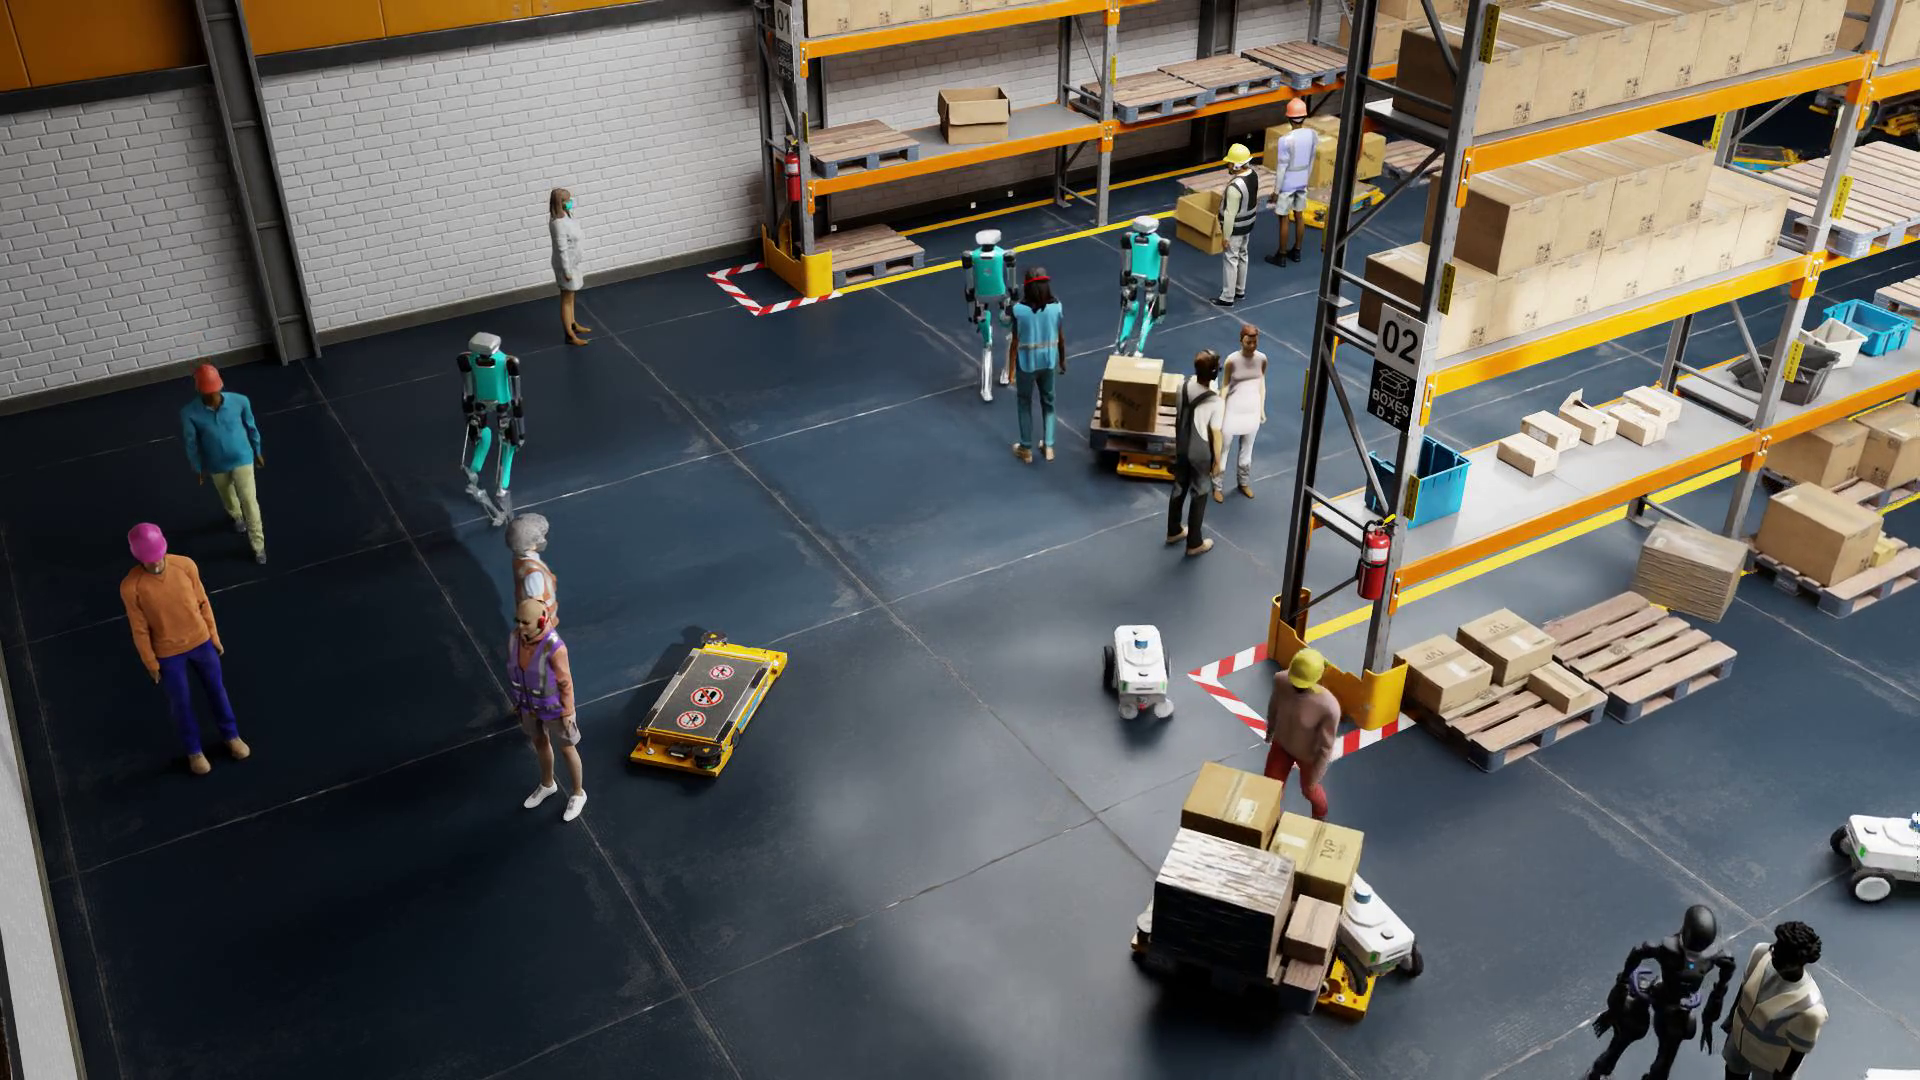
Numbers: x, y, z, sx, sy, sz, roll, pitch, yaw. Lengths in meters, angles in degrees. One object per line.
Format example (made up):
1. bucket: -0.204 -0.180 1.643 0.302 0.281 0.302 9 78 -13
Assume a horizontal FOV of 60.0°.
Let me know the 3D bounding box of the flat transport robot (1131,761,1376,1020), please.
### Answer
1. flat transport robot: 1.834 2.443 10.188 1.431 0.231 0.659 13 34 20

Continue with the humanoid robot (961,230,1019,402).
1. humanoid robot: 0.330 -2.277 16.353 0.581 1.782 0.889 4 32 7

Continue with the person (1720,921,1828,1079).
1. person: 4.139 2.610 8.579 0.320 1.693 0.532 -6 33 -10

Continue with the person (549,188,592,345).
1. person: -4.071 -2.864 17.339 0.343 1.659 0.488 -1 32 -1

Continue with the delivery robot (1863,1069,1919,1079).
1. delivery robot: 5.252 3.080 8.920 0.797 0.613 0.499 2 32 3

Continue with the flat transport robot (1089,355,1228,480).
1. flat transport robot: 1.891 -0.992 15.666 0.659 0.231 1.431 6 33 10

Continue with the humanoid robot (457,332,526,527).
1. humanoid robot: -3.961 -0.776 14.031 0.550 1.894 0.741 3 32 5

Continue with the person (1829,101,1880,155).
1. person: 10.685 -4.676 20.057 0.567 1.843 0.374 -13 34 -19

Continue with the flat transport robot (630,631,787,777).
1. flat transport robot: -1.822 1.184 12.196 0.659 0.231 1.431 8 33 13

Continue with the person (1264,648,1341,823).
1. person: 2.184 1.321 10.616 0.550 1.718 0.807 26 40 35

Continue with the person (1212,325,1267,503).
1. person: 2.455 -1.109 14.540 0.437 1.660 0.286 -8 33 -12

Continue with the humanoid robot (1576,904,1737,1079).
1. humanoid robot: 3.697 2.481 8.812 0.612 1.646 0.467 4 32 6

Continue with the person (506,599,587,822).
1. person: -2.737 1.101 10.986 0.484 1.694 0.346 15 35 22

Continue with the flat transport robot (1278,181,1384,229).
1. flat transport robot: 4.672 -4.249 20.860 0.659 0.231 1.431 26 40 35

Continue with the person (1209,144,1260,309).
1. person: 2.987 -3.407 18.059 0.403 1.825 0.589 19 37 27

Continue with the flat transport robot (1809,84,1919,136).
1. flat transport robot: 13.023 -6.114 23.834 0.659 0.231 1.431 -18 36 -26

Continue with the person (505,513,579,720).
1. person: -2.990 0.558 11.856 0.320 1.686 0.437 -14 35 -21

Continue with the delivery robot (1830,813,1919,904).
1. delivery robot: 6.035 2.002 10.619 0.795 0.592 0.499 6 33 9

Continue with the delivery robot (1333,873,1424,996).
1. delivery robot: 2.420 2.345 10.072 0.499 0.592 0.774 -14 35 -21

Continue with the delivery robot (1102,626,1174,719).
1. delivery robot: 1.337 0.947 12.321 0.520 0.613 0.784 0 32 0

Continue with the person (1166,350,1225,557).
1. person: 1.959 -0.718 13.760 0.343 1.838 0.499 -25 40 -33

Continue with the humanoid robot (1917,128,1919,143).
1. humanoid robot: 13.002 -5.724 21.863 0.708 1.810 0.530 25 40 34

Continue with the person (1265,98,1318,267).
1. person: 3.781 -4.082 19.030 0.543 1.932 0.372 -18 36 -26

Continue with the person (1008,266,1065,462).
1. person: 0.705 -1.592 15.135 0.549 1.856 0.420 -7 33 -12

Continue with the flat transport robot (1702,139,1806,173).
1. flat transport robot: 10.515 -5.084 22.191 1.431 0.231 0.659 9 33 14

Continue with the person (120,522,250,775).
1. person: -5.315 0.719 11.338 0.520 1.973 0.399 -26 40 -35

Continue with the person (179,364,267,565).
1. person: -6.115 -0.713 13.855 0.570 1.718 0.850 -14 35 -21

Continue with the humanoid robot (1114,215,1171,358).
1. humanoid robot: 1.691 -2.254 16.332 0.569 1.760 0.913 22 38 30
